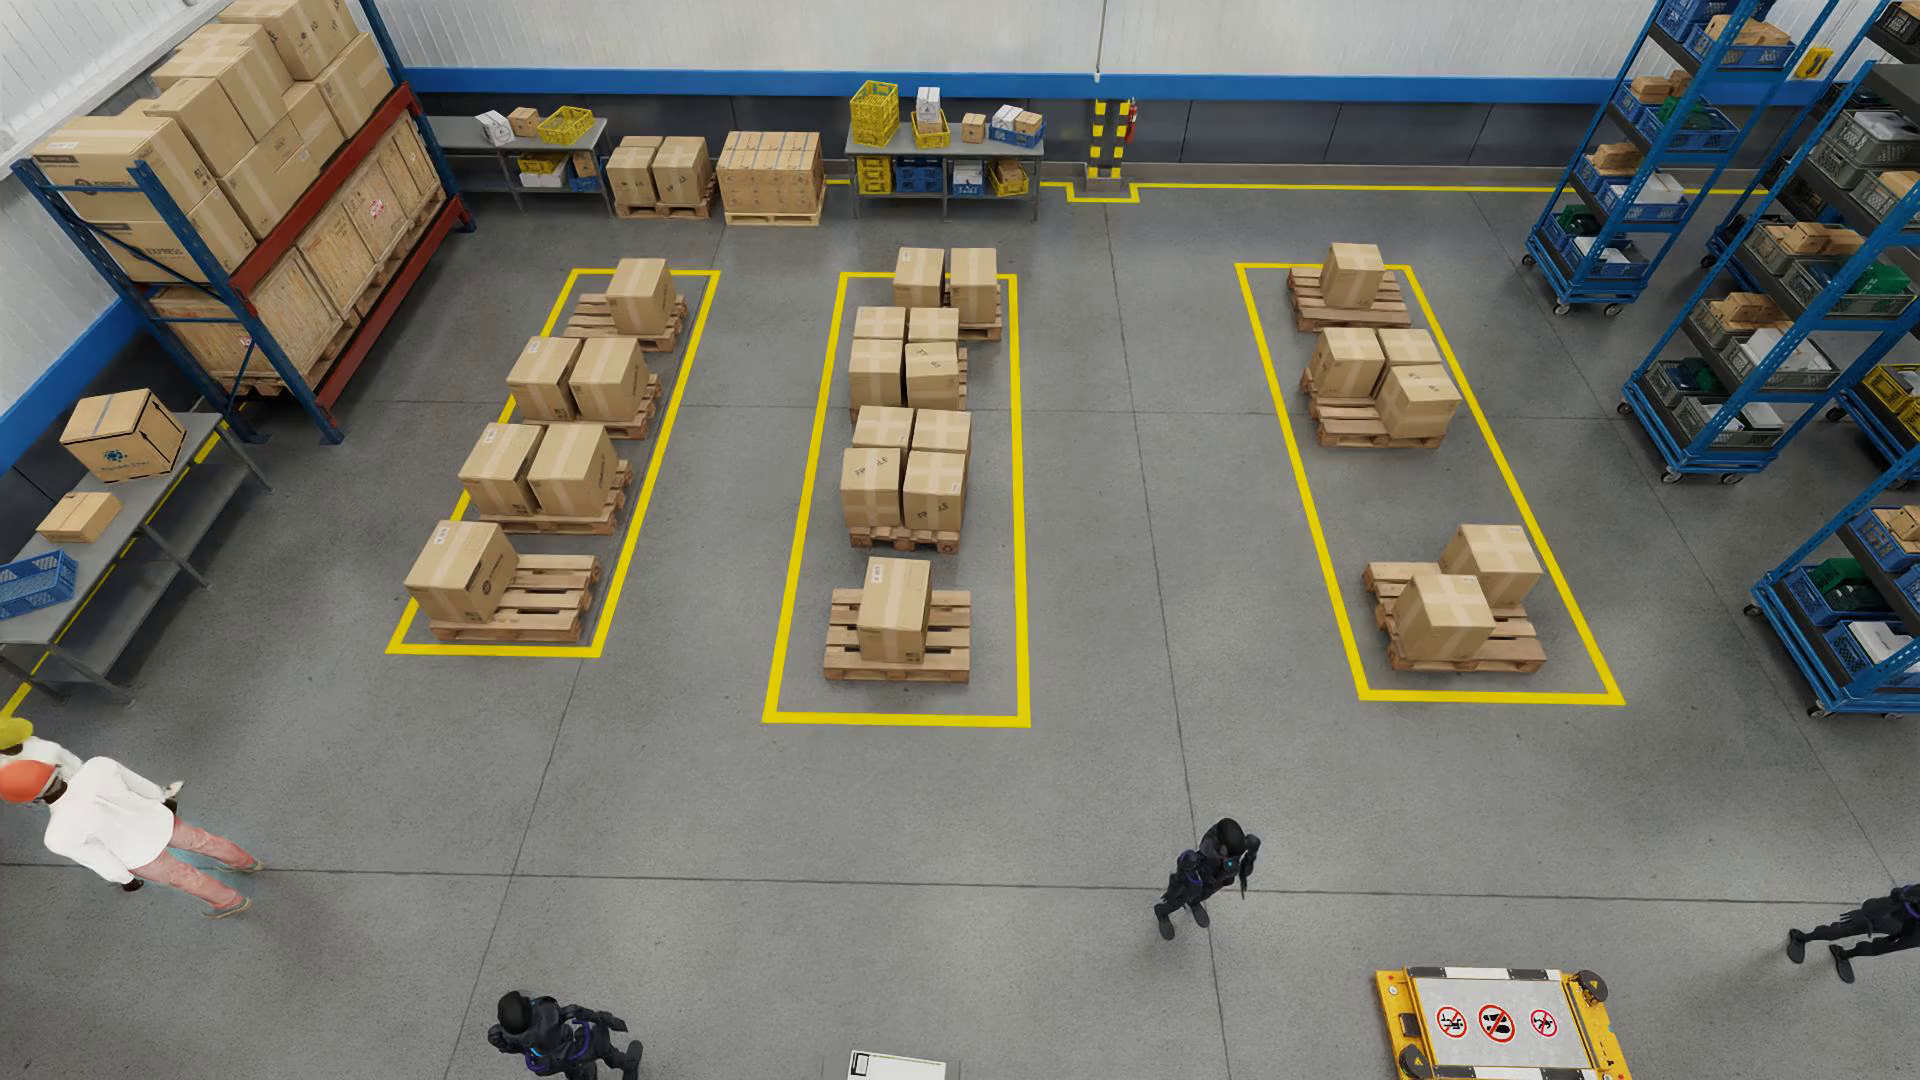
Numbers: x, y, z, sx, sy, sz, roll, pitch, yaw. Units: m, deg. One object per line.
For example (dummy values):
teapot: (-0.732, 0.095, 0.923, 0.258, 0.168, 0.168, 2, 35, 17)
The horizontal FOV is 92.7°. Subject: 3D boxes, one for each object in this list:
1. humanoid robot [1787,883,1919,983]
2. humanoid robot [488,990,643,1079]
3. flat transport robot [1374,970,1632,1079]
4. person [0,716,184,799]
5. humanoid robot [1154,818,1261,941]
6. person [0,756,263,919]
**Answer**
humanoid robot: (5.890, 2.363, 5.649, 0.573, 1.652, 0.328, 19, 53, 15)
humanoid robot: (-2.248, 2.858, 5.236, 0.589, 1.660, 0.327, -13, 52, -11)
flat transport robot: (3.501, 3.133, 5.914, 1.431, 0.197, 0.652, 1, 51, 1)
person: (-6.048, 1.641, 6.221, 0.536, 1.695, 0.703, 3, 51, 3)
humanoid robot: (1.569, 2.155, 5.819, 0.555, 1.652, 0.326, -13, 52, -11)
person: (-5.231, 1.894, 5.830, 0.398, 1.989, 0.622, -5, 51, -4)
